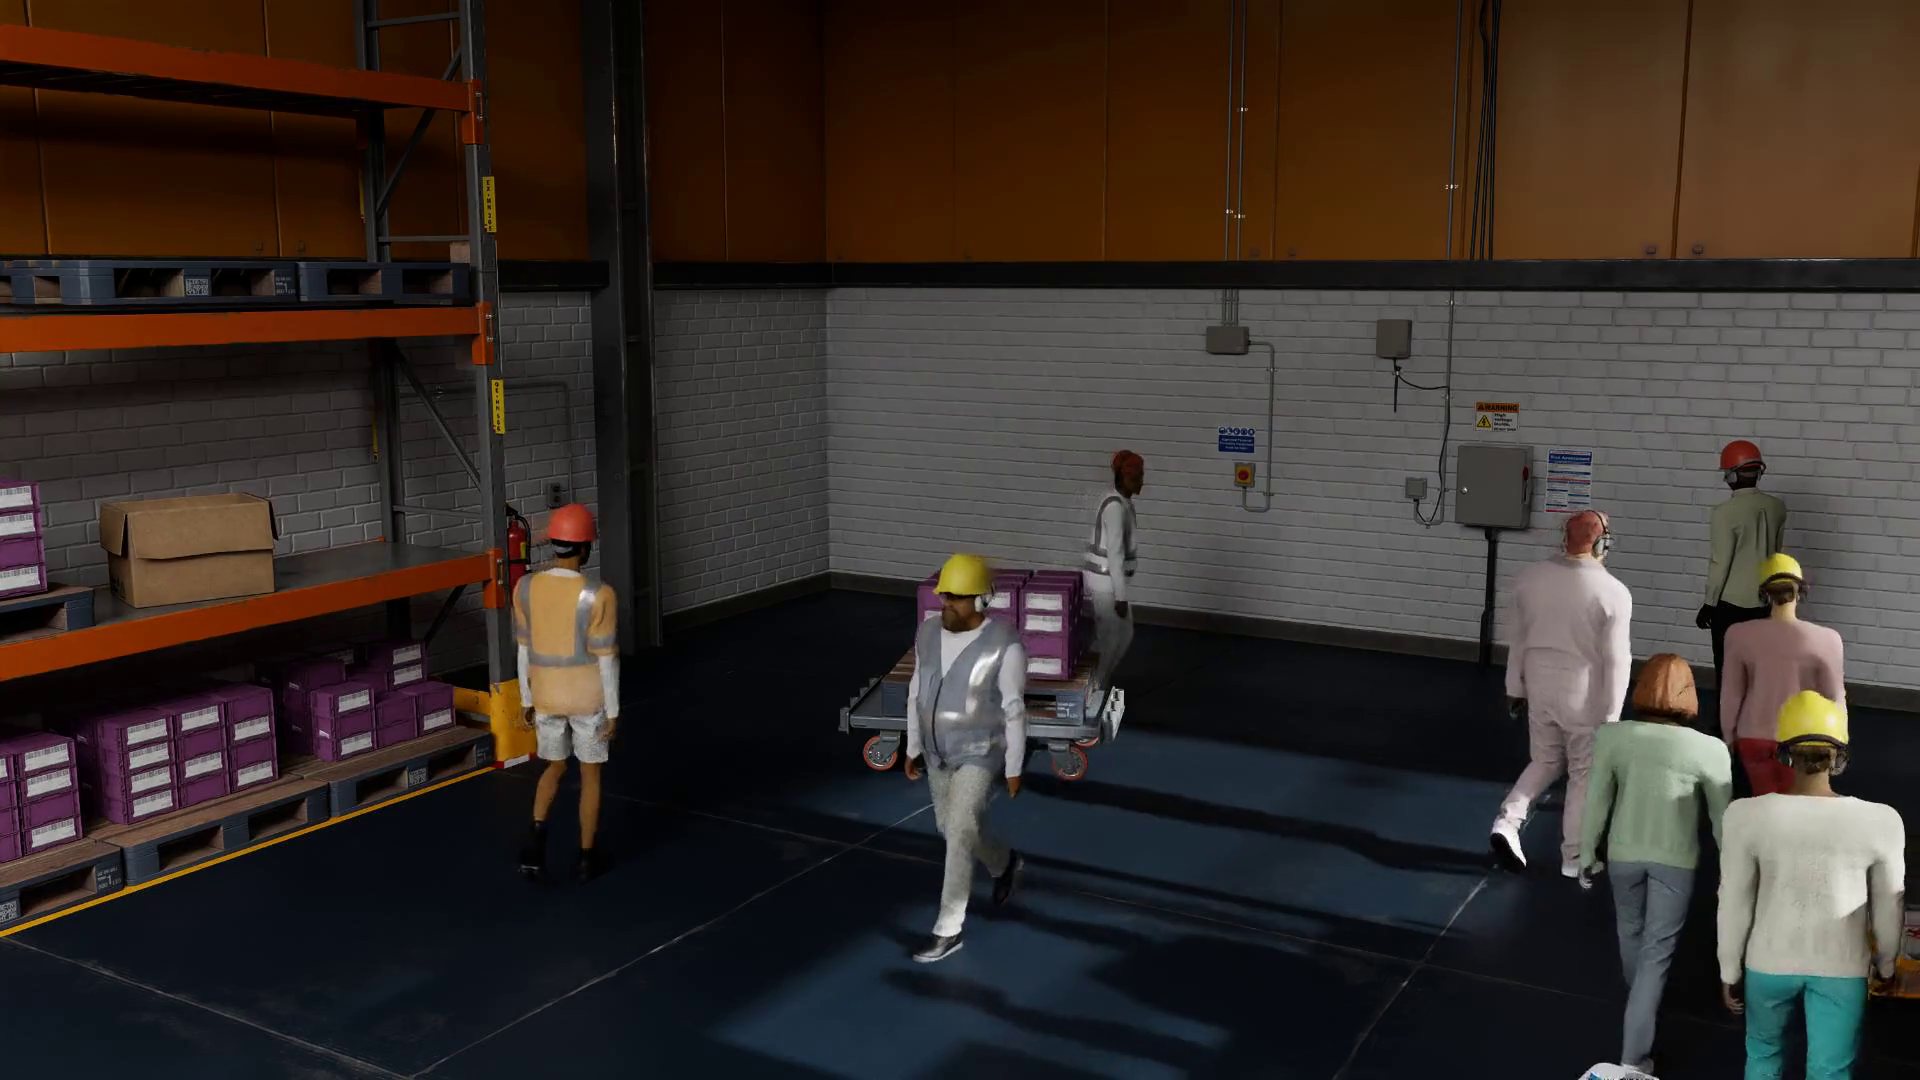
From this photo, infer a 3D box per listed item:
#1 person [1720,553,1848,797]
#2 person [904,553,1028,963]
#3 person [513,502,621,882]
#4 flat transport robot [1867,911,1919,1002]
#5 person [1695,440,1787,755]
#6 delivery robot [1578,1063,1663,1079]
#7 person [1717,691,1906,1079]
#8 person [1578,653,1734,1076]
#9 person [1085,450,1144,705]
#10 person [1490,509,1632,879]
[{"bbox_3d":[3.793,0.940,7.731,0.576,1.725,0.636,9,13,43],"label":"person"},{"bbox_3d":[0.051,0.931,7.557,0.594,1.811,0.820,8,12,40],"label":"person"},{"bbox_3d":[-1.931,0.777,8.150,0.558,1.917,0.551,2,9,15],"label":"person"},{"bbox_3d":[4.302,1.771,7.071,1.431,0.197,0.652,2,9,10],"label":"flat transport robot"},{"bbox_3d":[4.913,0.364,10.517,0.608,1.987,0.391,-4,10,-25],"label":"person"},{"bbox_3d":[2.008,1.884,5.194,0.477,0.478,0.707,8,12,41],"label":"delivery robot"},{"bbox_3d":[2.656,1.343,5.235,0.536,1.721,0.896,5,10,27],"label":"person"},{"bbox_3d":[2.703,1.216,6.412,0.520,1.588,0.865,7,12,39],"label":"person"},{"bbox_3d":[1.022,0.301,11.310,0.481,1.855,0.598,2,9,14],"label":"person"},{"bbox_3d":[2.970,0.785,8.248,0.606,1.884,0.660,-6,11,-35],"label":"person"}]
